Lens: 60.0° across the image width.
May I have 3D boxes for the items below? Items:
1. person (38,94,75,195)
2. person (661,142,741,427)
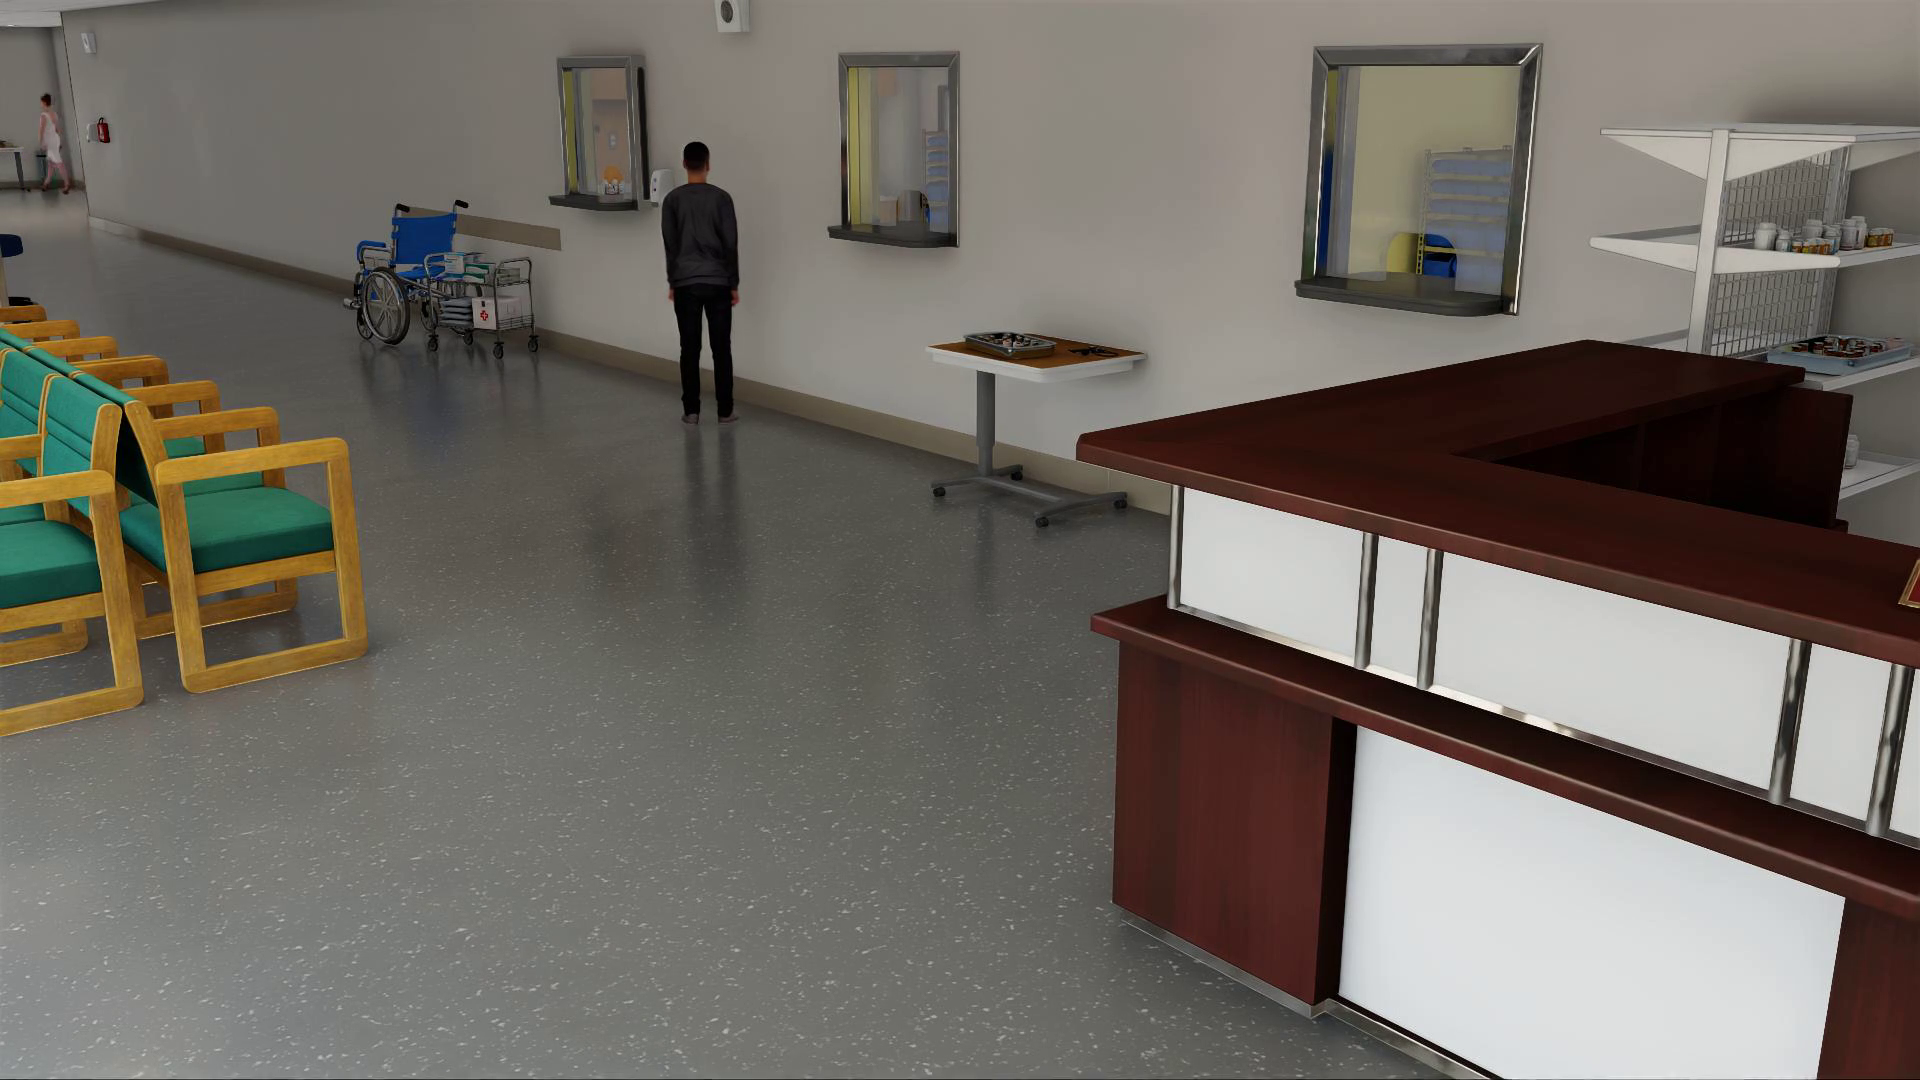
[{"bbox_3d":[-16.318,-7.141,30.089,0.982,1.771,0.921,1,16,5],"label":"person"},{"bbox_3d":[-1.623,-1.606,10.477,0.658,1.761,0.761,-2,16,-6],"label":"person"}]
